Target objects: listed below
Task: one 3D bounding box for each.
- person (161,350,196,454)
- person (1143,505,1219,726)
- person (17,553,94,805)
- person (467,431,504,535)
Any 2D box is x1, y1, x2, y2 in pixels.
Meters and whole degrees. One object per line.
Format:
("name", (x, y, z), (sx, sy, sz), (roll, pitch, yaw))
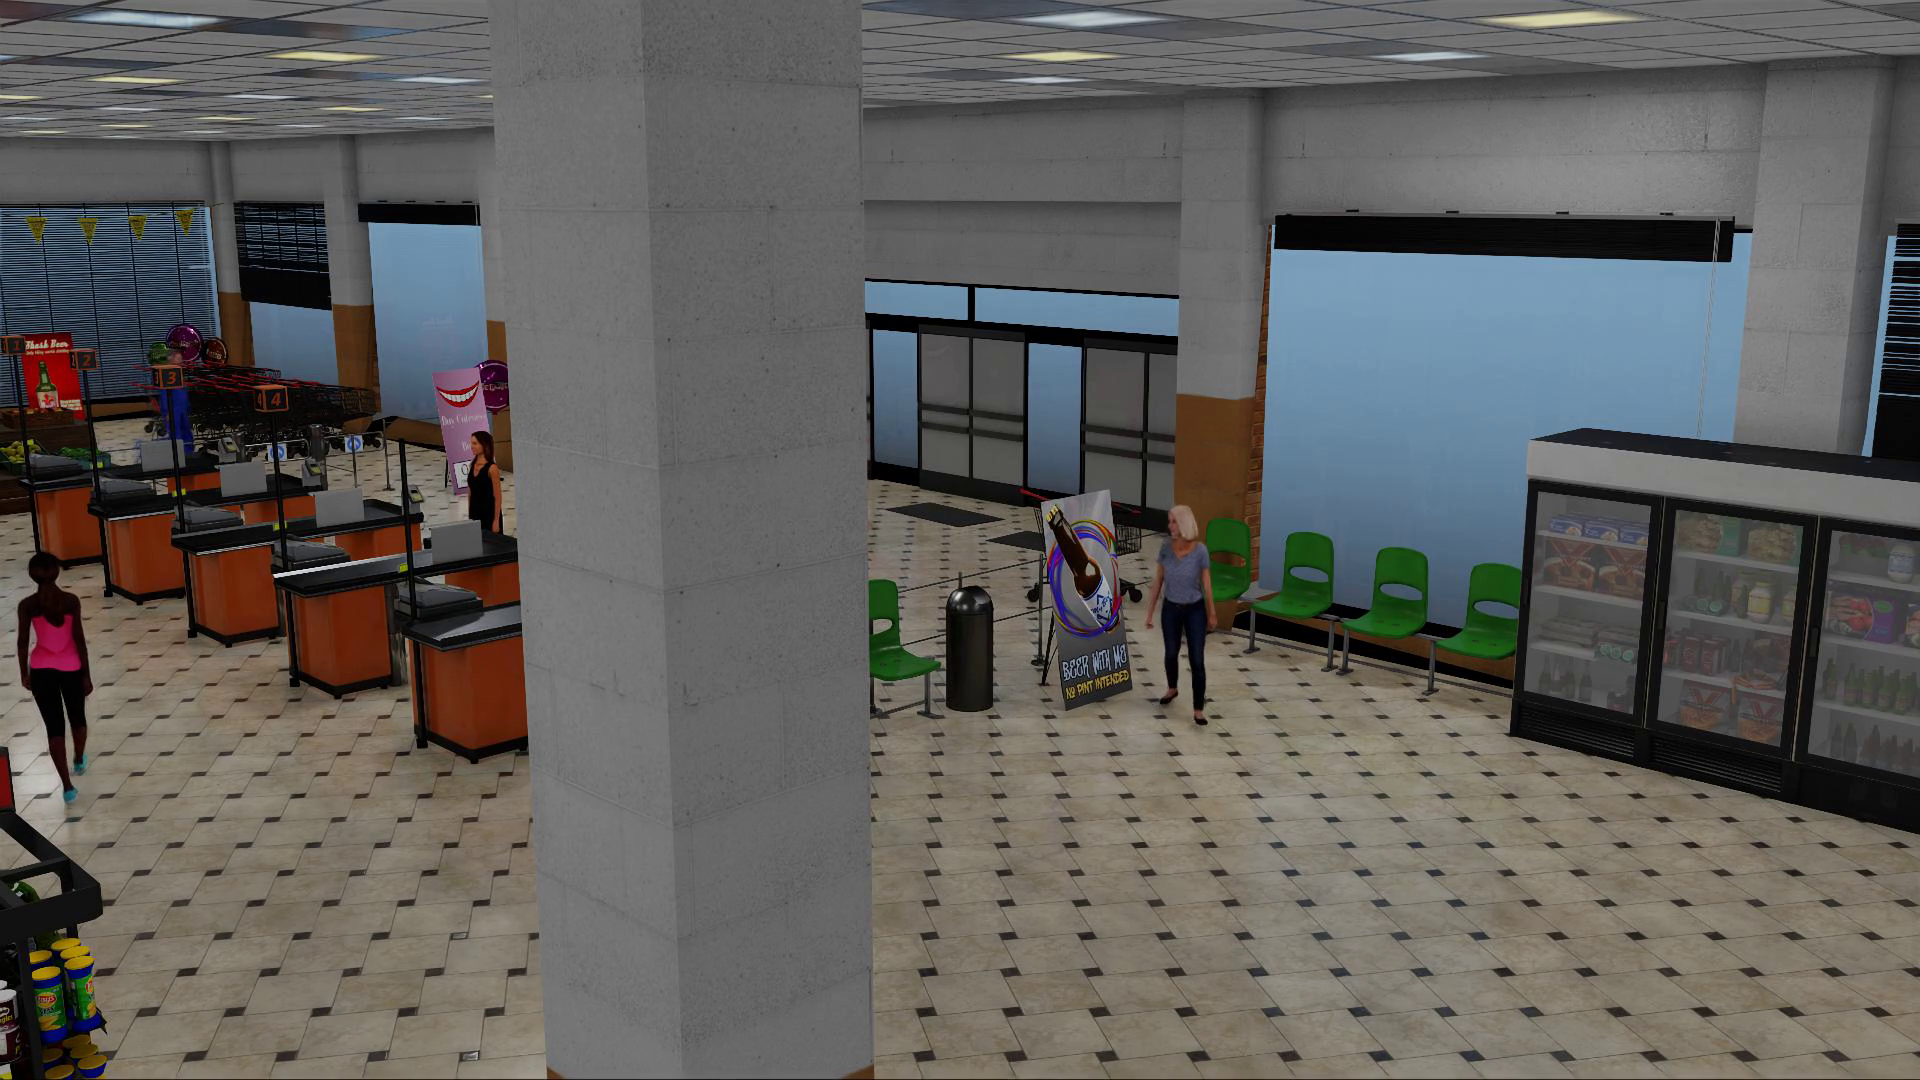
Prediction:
("person", (-11.600, -1.879, 24.472), (1.093, 1.814, 1.049), (2, 12, 8))
("person", (1.760, 0.563, 13.191), (0.967, 1.684, 1.111), (6, 13, 26))
("person", (-6.129, 0.966, 11.291), (1.053, 1.680, 0.842), (-6, 13, -27))
("person", (-4.623, -0.152, 16.224), (0.617, 1.835, 0.582), (8, 14, 33))
